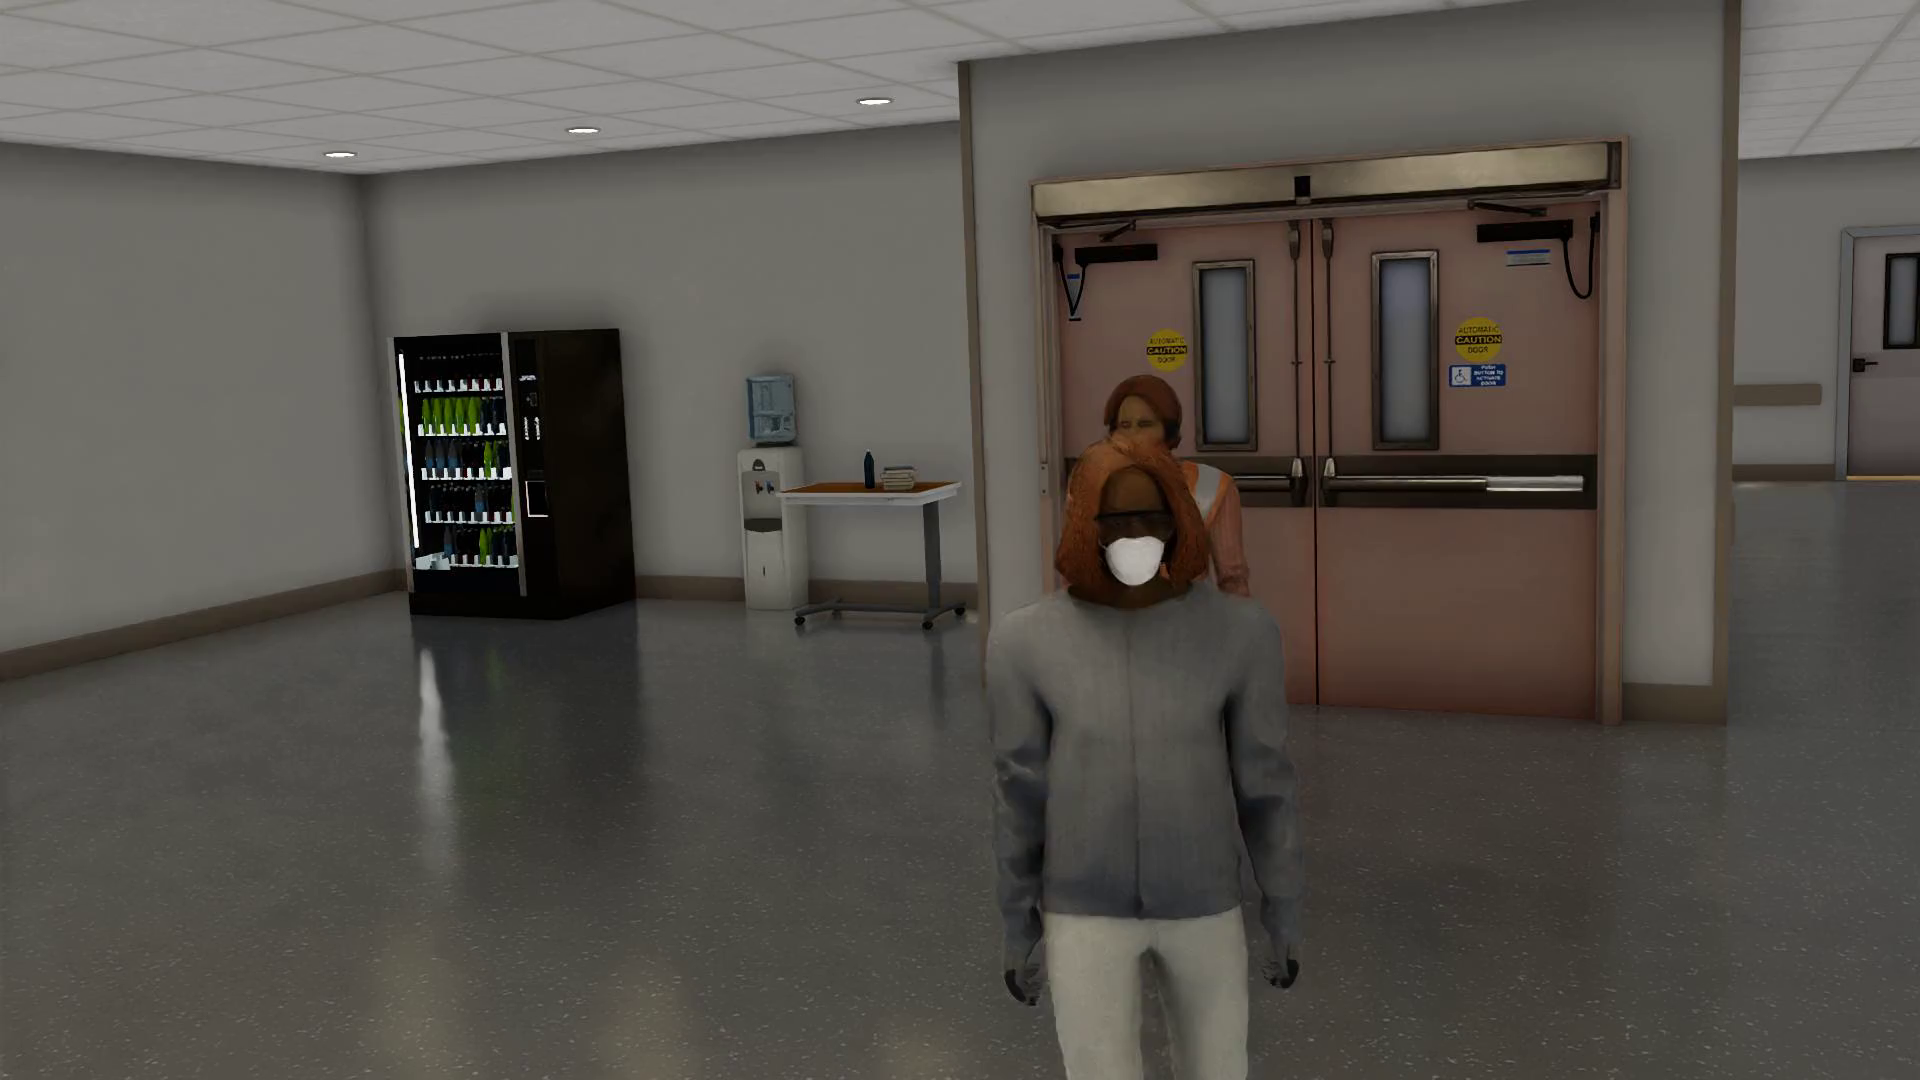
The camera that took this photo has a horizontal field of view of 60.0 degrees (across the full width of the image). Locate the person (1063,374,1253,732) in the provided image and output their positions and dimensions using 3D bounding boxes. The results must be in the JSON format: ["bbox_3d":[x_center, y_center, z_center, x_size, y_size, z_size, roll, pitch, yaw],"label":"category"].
[{"bbox_3d":[0.564,0.350,4.696,0.544,1.628,0.318,0,8,17],"label":"person"}]

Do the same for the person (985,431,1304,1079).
[{"bbox_3d":[0.308,0.615,2.801,0.517,1.617,0.626,-2,7,0],"label":"person"}]
